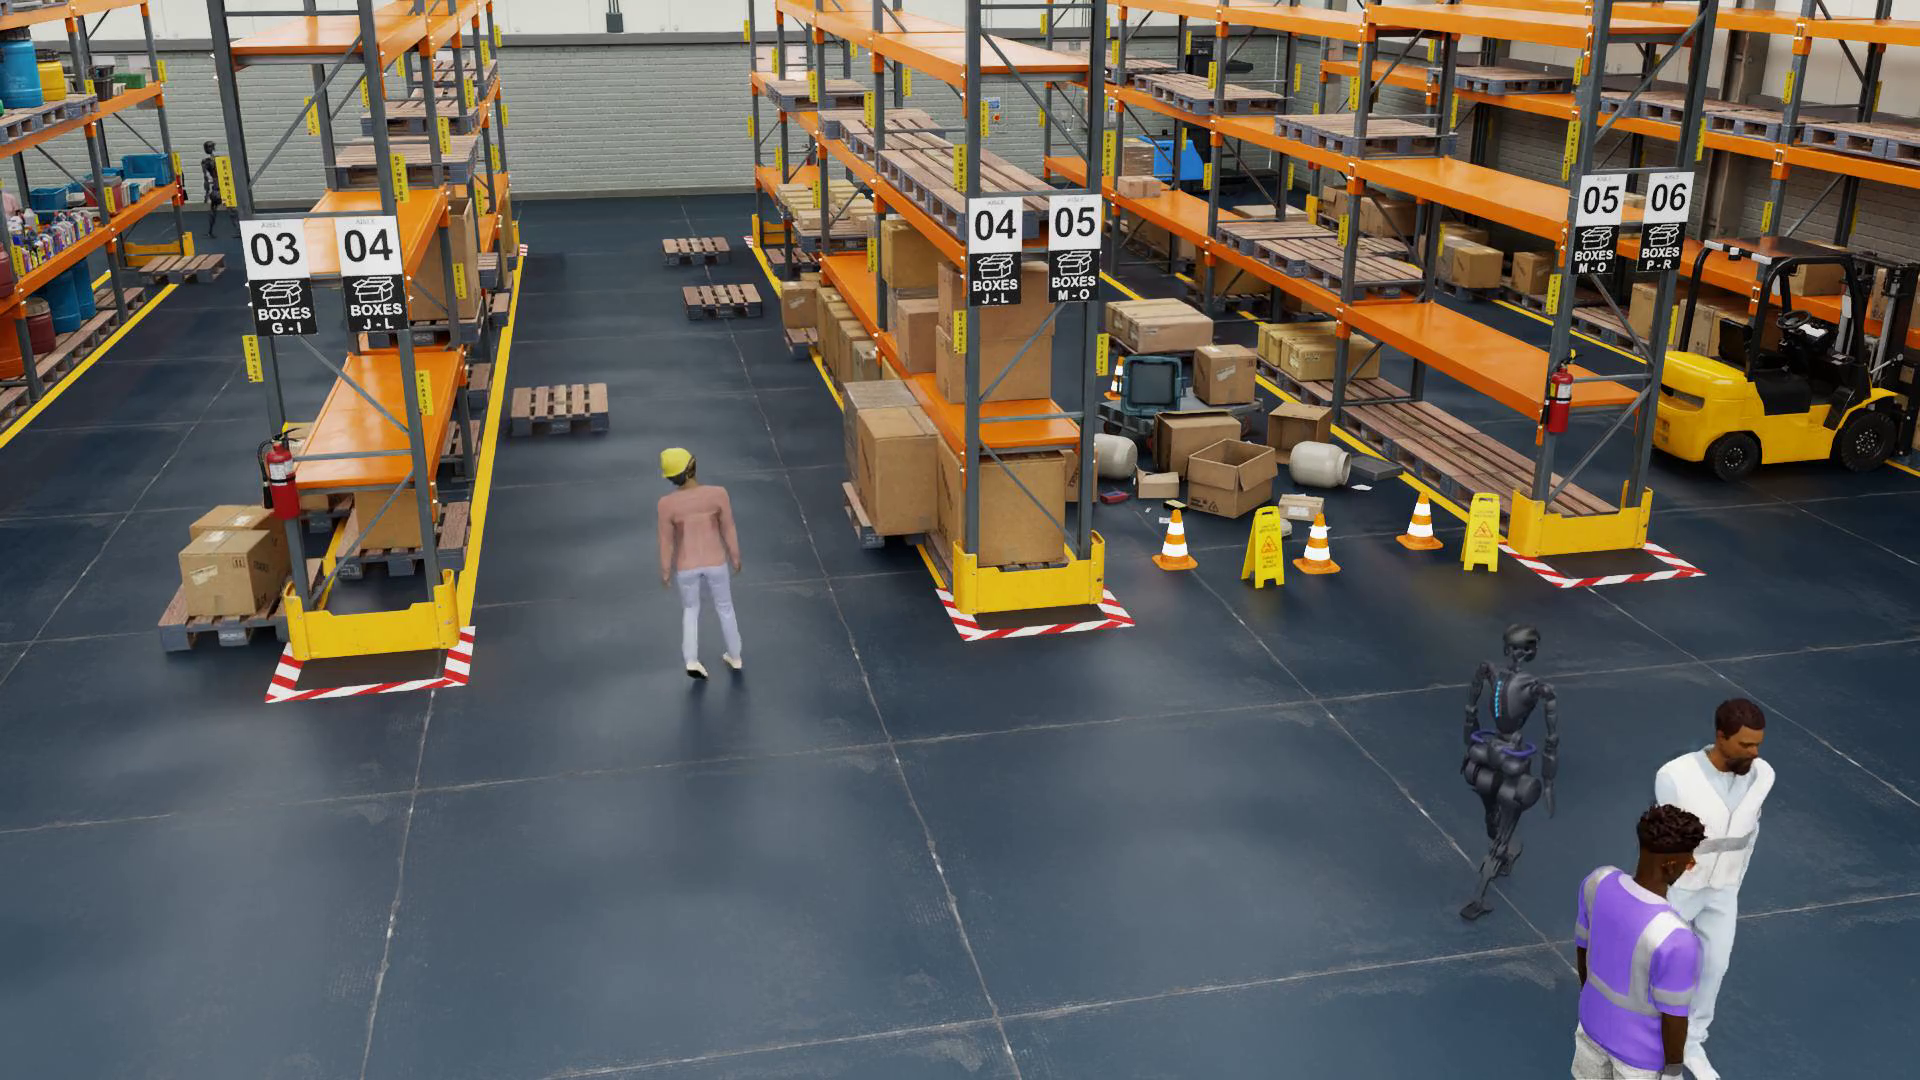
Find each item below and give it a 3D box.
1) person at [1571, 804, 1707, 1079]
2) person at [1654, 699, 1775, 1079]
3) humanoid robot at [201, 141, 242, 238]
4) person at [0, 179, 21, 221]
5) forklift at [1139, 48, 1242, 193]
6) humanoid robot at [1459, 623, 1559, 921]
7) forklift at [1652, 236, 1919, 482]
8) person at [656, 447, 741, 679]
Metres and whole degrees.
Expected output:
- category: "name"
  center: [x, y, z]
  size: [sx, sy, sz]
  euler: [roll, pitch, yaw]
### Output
- category: "person"
  center: [2.653, 1.933, 6.573]
  size: [0.368, 1.958, 0.601]
  euler: [-6, 21, -16]
- category: "person"
  center: [3.372, 1.550, 7.694]
  size: [0.594, 1.894, 0.685]
  euler: [-4, 21, -11]
- category: "humanoid robot"
  center: [-12.600, -5.937, 28.216]
  size: [0.760, 1.620, 0.612]
  euler: [7, 22, 18]
- category: "person"
  center: [-13.661, -4.380, 23.851]
  size: [0.512, 1.768, 0.727]
  euler: [-13, 24, -31]
- category: "forklift"
  center: [4.566, -8.313, 32.860]
  size: [1.873, 2.768, 1.129]
  euler: [-4, 21, -12]
- category: "humanoid robot"
  center: [2.981, 1.205, 8.983]
  size: [0.753, 1.624, 0.601]
  euler: [-15, 25, -34]
- category: "forklift"
  center: [8.013, -1.814, 16.330]
  size: [2.313, 2.155, 1.214]
  euler: [-4, 21, -12]
- category: "person"
  center: [-1.821, 0.177, 11.649]
  size: [0.579, 1.713, 0.510]
  euler: [-5, 21, -14]
